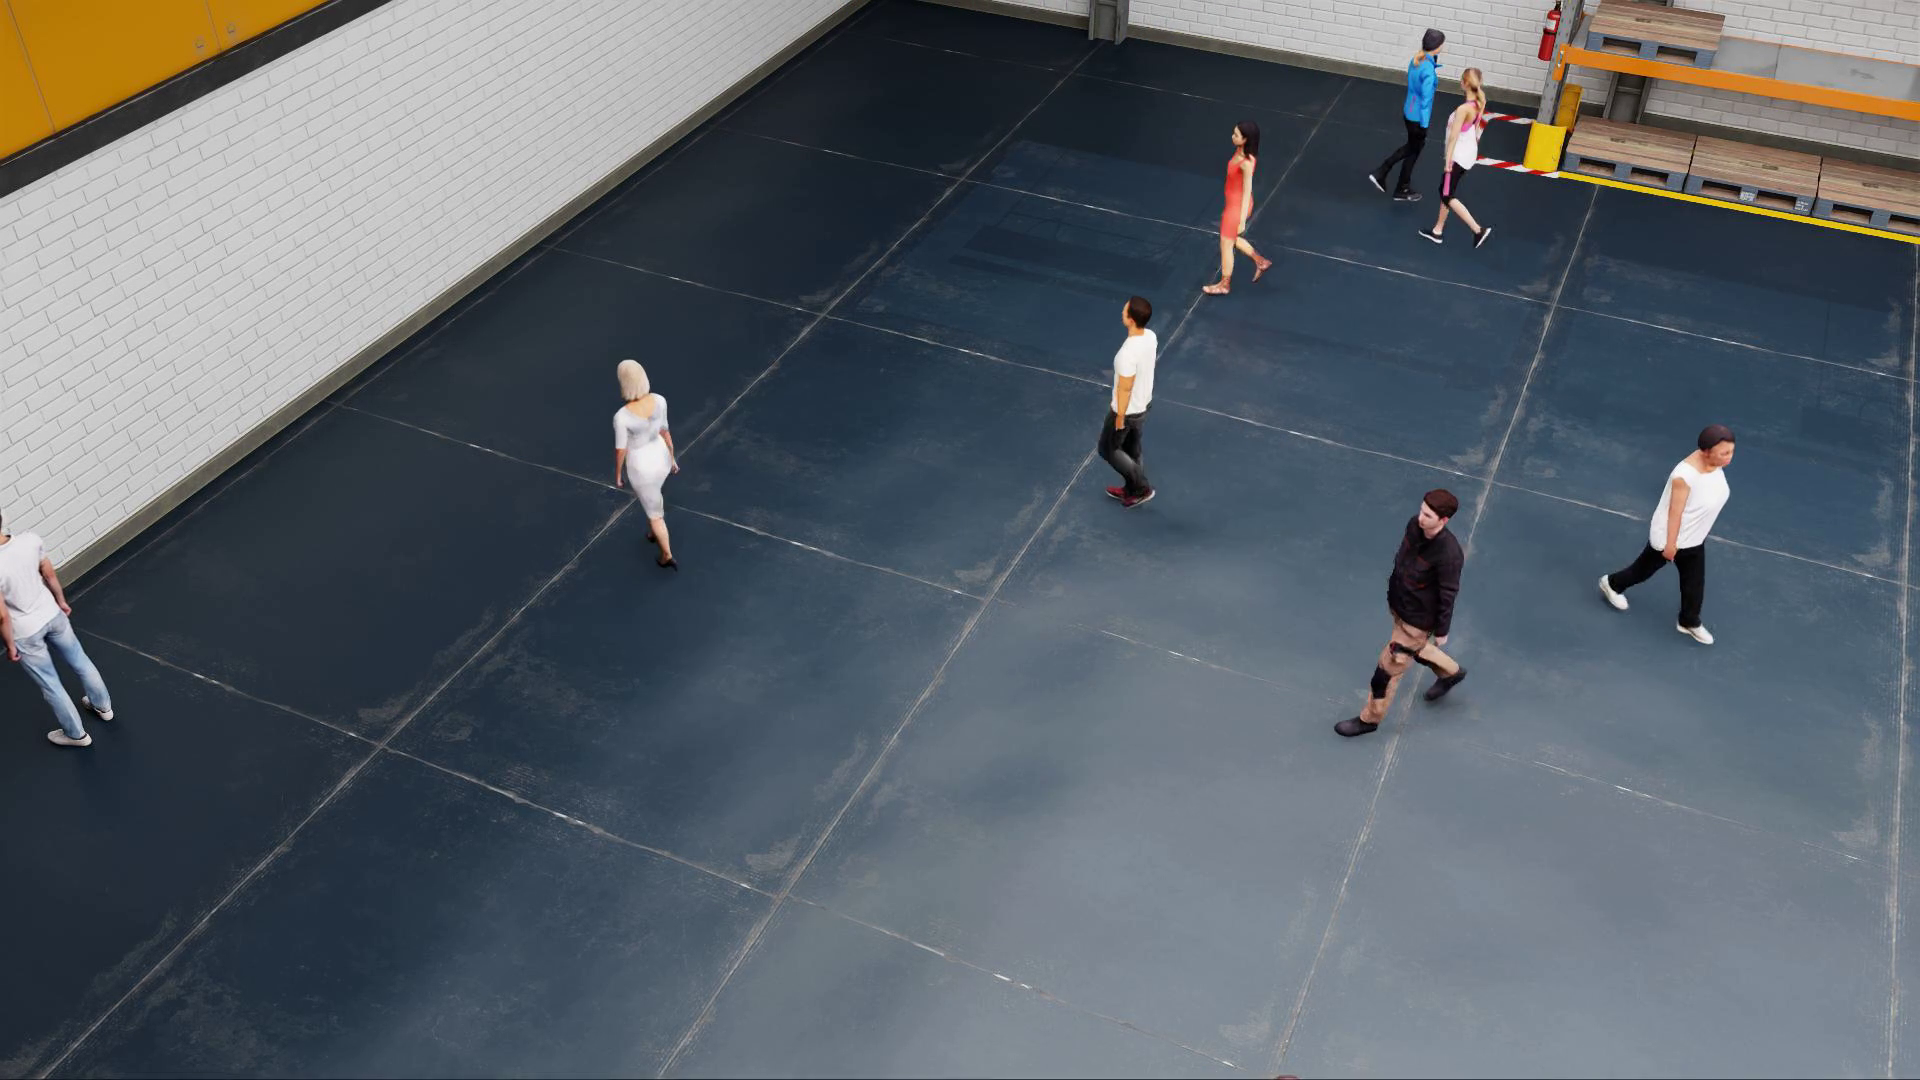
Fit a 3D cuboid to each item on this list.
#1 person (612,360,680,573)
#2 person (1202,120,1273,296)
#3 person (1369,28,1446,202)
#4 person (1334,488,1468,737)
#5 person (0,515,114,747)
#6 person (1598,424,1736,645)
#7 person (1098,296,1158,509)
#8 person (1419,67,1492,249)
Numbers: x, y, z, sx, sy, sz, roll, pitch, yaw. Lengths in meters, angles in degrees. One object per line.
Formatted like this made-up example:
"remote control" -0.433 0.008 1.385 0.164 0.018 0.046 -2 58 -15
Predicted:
"person" -2.152 -0.475 11.761 0.817 1.734 0.721 32 48 33
"person" 2.565 -2.959 14.894 0.958 1.705 0.806 0 39 0
"person" 4.377 -4.139 16.309 0.894 1.783 0.783 1 39 1
"person" 2.942 0.447 10.479 1.291 1.893 1.198 -10 40 -13
"person" -5.790 0.524 10.416 0.563 1.850 0.673 12 40 15
"person" 4.865 -0.100 11.351 0.975 1.660 1.197 -27 46 -30
"person" 1.344 -0.967 12.330 0.687 1.793 0.663 18 42 21
"person" 4.736 -3.503 15.530 0.840 1.761 1.066 -31 48 -32
